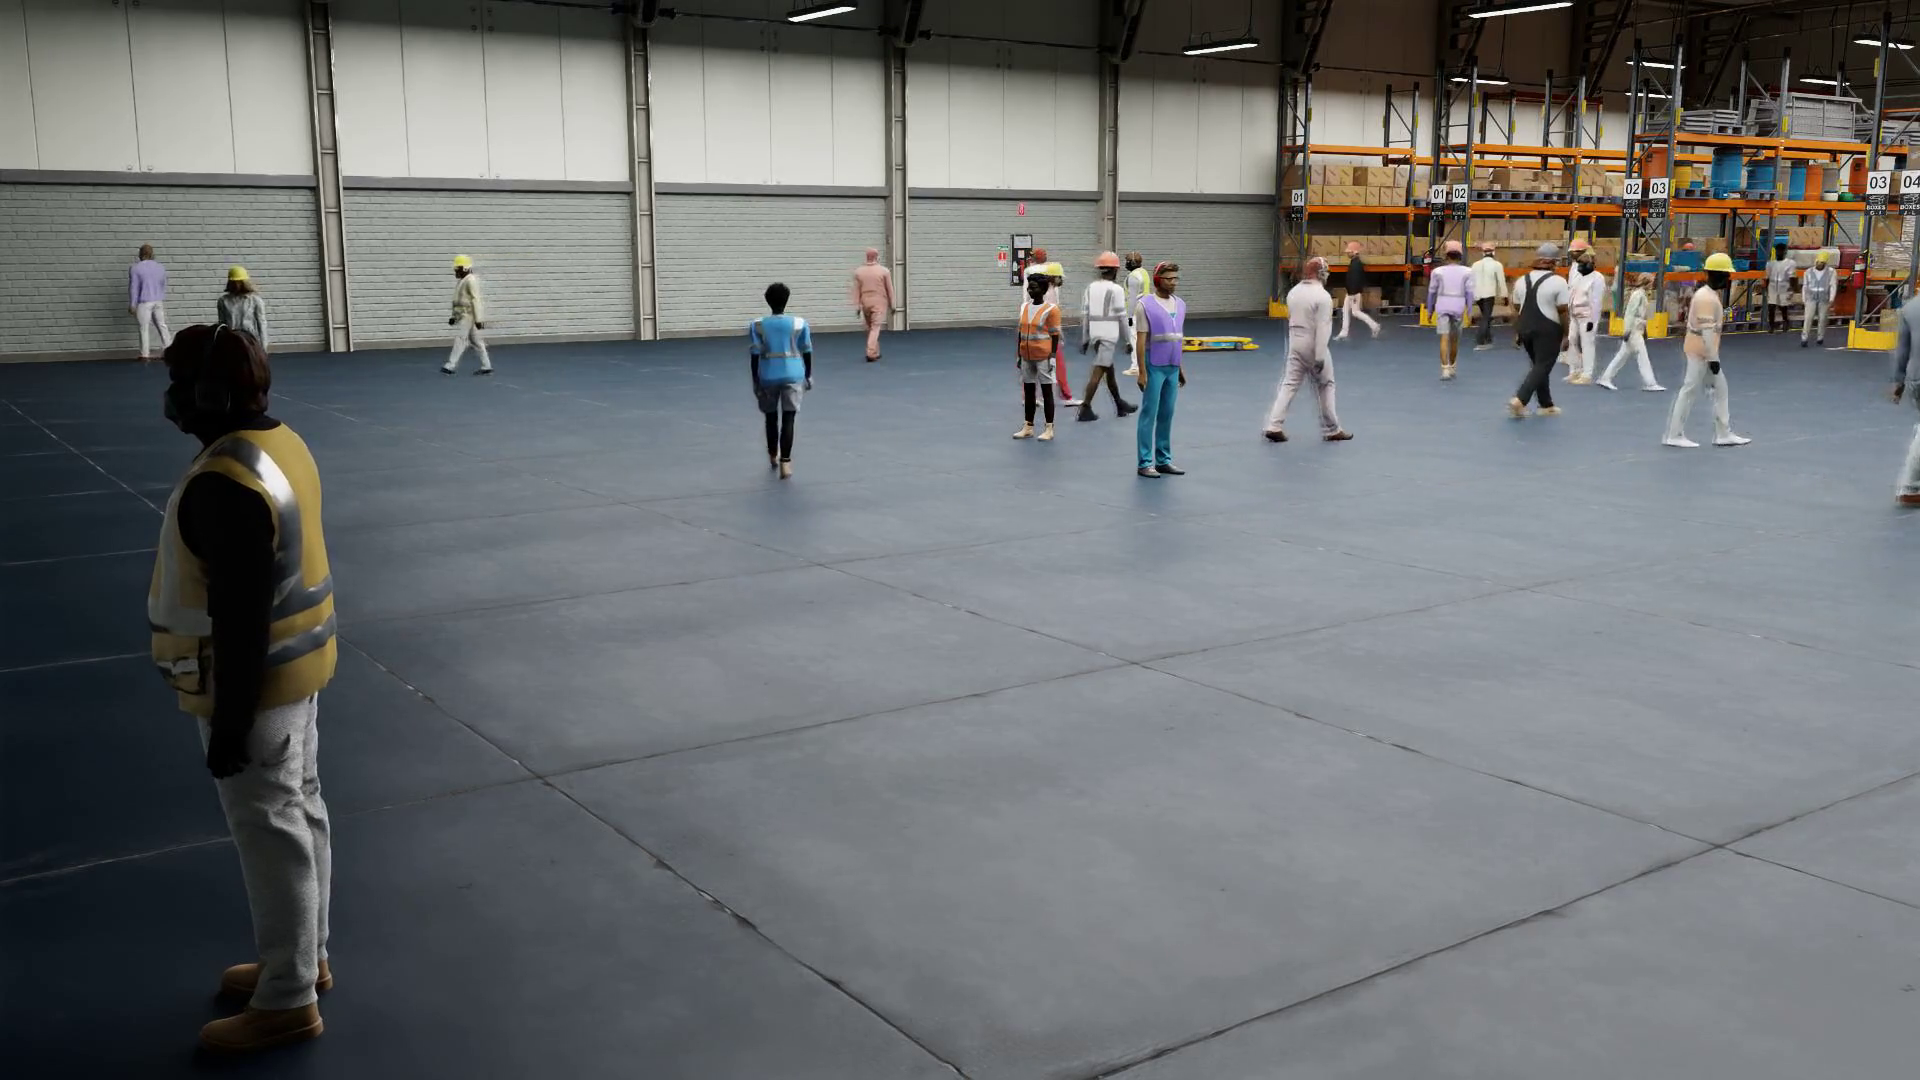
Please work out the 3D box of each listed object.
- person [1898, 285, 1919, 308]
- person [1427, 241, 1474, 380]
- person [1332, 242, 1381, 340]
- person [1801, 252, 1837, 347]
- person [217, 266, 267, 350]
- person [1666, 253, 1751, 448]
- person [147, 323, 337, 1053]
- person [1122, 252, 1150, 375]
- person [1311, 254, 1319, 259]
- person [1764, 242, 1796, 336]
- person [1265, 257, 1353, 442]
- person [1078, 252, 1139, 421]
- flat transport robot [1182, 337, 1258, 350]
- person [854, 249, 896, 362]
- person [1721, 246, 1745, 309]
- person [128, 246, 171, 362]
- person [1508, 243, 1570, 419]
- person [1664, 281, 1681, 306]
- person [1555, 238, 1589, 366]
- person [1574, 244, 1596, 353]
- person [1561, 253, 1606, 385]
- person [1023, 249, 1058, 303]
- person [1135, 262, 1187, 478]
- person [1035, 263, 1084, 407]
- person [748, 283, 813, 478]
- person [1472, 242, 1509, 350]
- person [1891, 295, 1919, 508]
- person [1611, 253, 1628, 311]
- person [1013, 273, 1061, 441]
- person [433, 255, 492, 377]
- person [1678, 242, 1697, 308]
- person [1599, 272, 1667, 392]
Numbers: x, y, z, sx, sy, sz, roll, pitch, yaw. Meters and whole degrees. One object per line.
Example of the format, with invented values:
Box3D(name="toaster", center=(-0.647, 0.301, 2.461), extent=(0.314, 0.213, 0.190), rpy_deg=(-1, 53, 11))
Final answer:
Box3D(name="person", center=(19.191, -4.988, 33.414), extent=(0.626, 1.934, 0.363), rpy_deg=(6, 12, 28))
Box3D(name="person", center=(7.112, -3.328, 24.155), extent=(0.628, 1.989, 1.042), rpy_deg=(3, 11, 14))
Box3D(name="person", center=(7.902, -4.927, 33.005), extent=(0.859, 1.966, 0.613), rpy_deg=(0, 10, 1))
Box3D(name="person", center=(16.143, -4.517, 31.269), extent=(0.581, 1.777, 0.875), rpy_deg=(6, 12, 29))
Box3D(name="person", center=(-7.895, -2.131, 18.278), extent=(0.506, 1.723, 0.592), rpy_deg=(-2, 11, -12))
Box3D(name="person", center=(7.346, -1.821, 16.142), extent=(0.870, 1.891, 0.610), rpy_deg=(5, 12, 28))
Box3D(name="person", center=(-1.820, 0.375, 4.247), extent=(0.430, 1.845, 0.624), rpy_deg=(-2, 11, -10))
Box3D(name="person", center=(2.606, -3.374, 24.844), extent=(0.428, 1.835, 0.626), rpy_deg=(4, 11, 23))
Box3D(name="person", center=(8.720, -6.210, 40.920), extent=(0.282, 1.633, 0.499), rpy_deg=(-2, 11, -12))
Box3D(name="person", center=(17.159, -5.252, 34.810), extent=(0.622, 1.943, 0.615), rpy_deg=(9, 13, 40))
Box3D(name="person", center=(3.494, -1.900, 16.688), extent=(0.977, 1.866, 0.649), rpy_deg=(-6, 12, -29))
Box3D(name="person", center=(1.674, -2.294, 18.764), extent=(0.985, 1.883, 0.568), rpy_deg=(-8, 13, -37))
Box3D(name="flat transport robot", center=(4.640, -3.584, 30.261), extent=(1.431, 0.197, 0.652), rpy_deg=(-3, 11, -18))
Box3D(name="person", center=(-1.436, -3.897, 27.635), extent=(0.641, 1.863, 0.988), rpy_deg=(4, 11, 22))
Box3D(name="person", center=(19.405, -6.461, 41.792), extent=(0.966, 1.827, 0.532), rpy_deg=(-8, 13, -38))
Box3D(name="person", center=(-13.384, -3.886, 27.494), extent=(0.436, 1.914, 0.694), rpy_deg=(7, 12, 32))
Box3D(name="person", center=(6.599, -2.402, 18.927), extent=(0.960, 2.000, 0.689), rpy_deg=(-6, 12, -29))
Box3D(name="person", center=(16.339, -5.720, 38.280), extent=(0.439, 1.620, 0.501), rpy_deg=(-6, 12, -31))
Box3D(name="person", center=(9.677, -3.763, 26.412), extent=(0.690, 2.026, 0.645), rpy_deg=(0, 10, -1))
Box3D(name="person", center=(10.634, -4.086, 28.467), extent=(0.374, 1.928, 0.584), rpy_deg=(2, 11, 13))
Box3D(name="person", center=(8.678, -3.068, 23.172), extent=(0.484, 1.829, 0.634), rpy_deg=(-3, 11, -15))
Box3D(name="person", center=(1.408, -4.102, 28.801), extent=(0.583, 1.869, 0.668), rpy_deg=(4, 11, 22))
Box3D(name="person", center=(1.720, -1.465, 14.327), extent=(0.575, 1.841, 0.375), rpy_deg=(-9, 14, -42))
Box3D(name="person", center=(1.180, -2.466, 20.105), extent=(0.817, 1.732, 0.535), rpy_deg=(0, 10, 1))
Box3D(name="person", center=(-1.544, -1.394, 14.457), extent=(0.541, 1.651, 0.873), rpy_deg=(0, 10, 2))
Box3D(name="person", center=(9.728, -4.463, 30.480), extent=(0.889, 1.941, 0.678), rpy_deg=(-7, 13, -34))
Box3D(name="person", center=(7.554, -1.197, 12.721), extent=(0.951, 1.897, 0.654), rpy_deg=(-4, 11, -21))
Box3D(name="person", center=(14.377, -5.410, 36.309), extent=(0.314, 1.723, 0.551), rpy_deg=(5, 12, 27))
Box3D(name="person", center=(0.781, -1.848, 16.836), extent=(0.532, 1.697, 0.319), rpy_deg=(9, 14, 40))
Box3D(name="person", center=(-7.351, -3.289, 24.482), extent=(0.923, 1.784, 0.598), rpy_deg=(-5, 11, -26))
Box3D(name="person", center=(17.389, -6.171, 39.920), extent=(0.622, 1.921, 0.550), rpy_deg=(-9, 14, -41))
Box3D(name="person", center=(9.022, -2.786, 22.261), extent=(0.861, 1.592, 0.546), rpy_deg=(5, 12, 26))
